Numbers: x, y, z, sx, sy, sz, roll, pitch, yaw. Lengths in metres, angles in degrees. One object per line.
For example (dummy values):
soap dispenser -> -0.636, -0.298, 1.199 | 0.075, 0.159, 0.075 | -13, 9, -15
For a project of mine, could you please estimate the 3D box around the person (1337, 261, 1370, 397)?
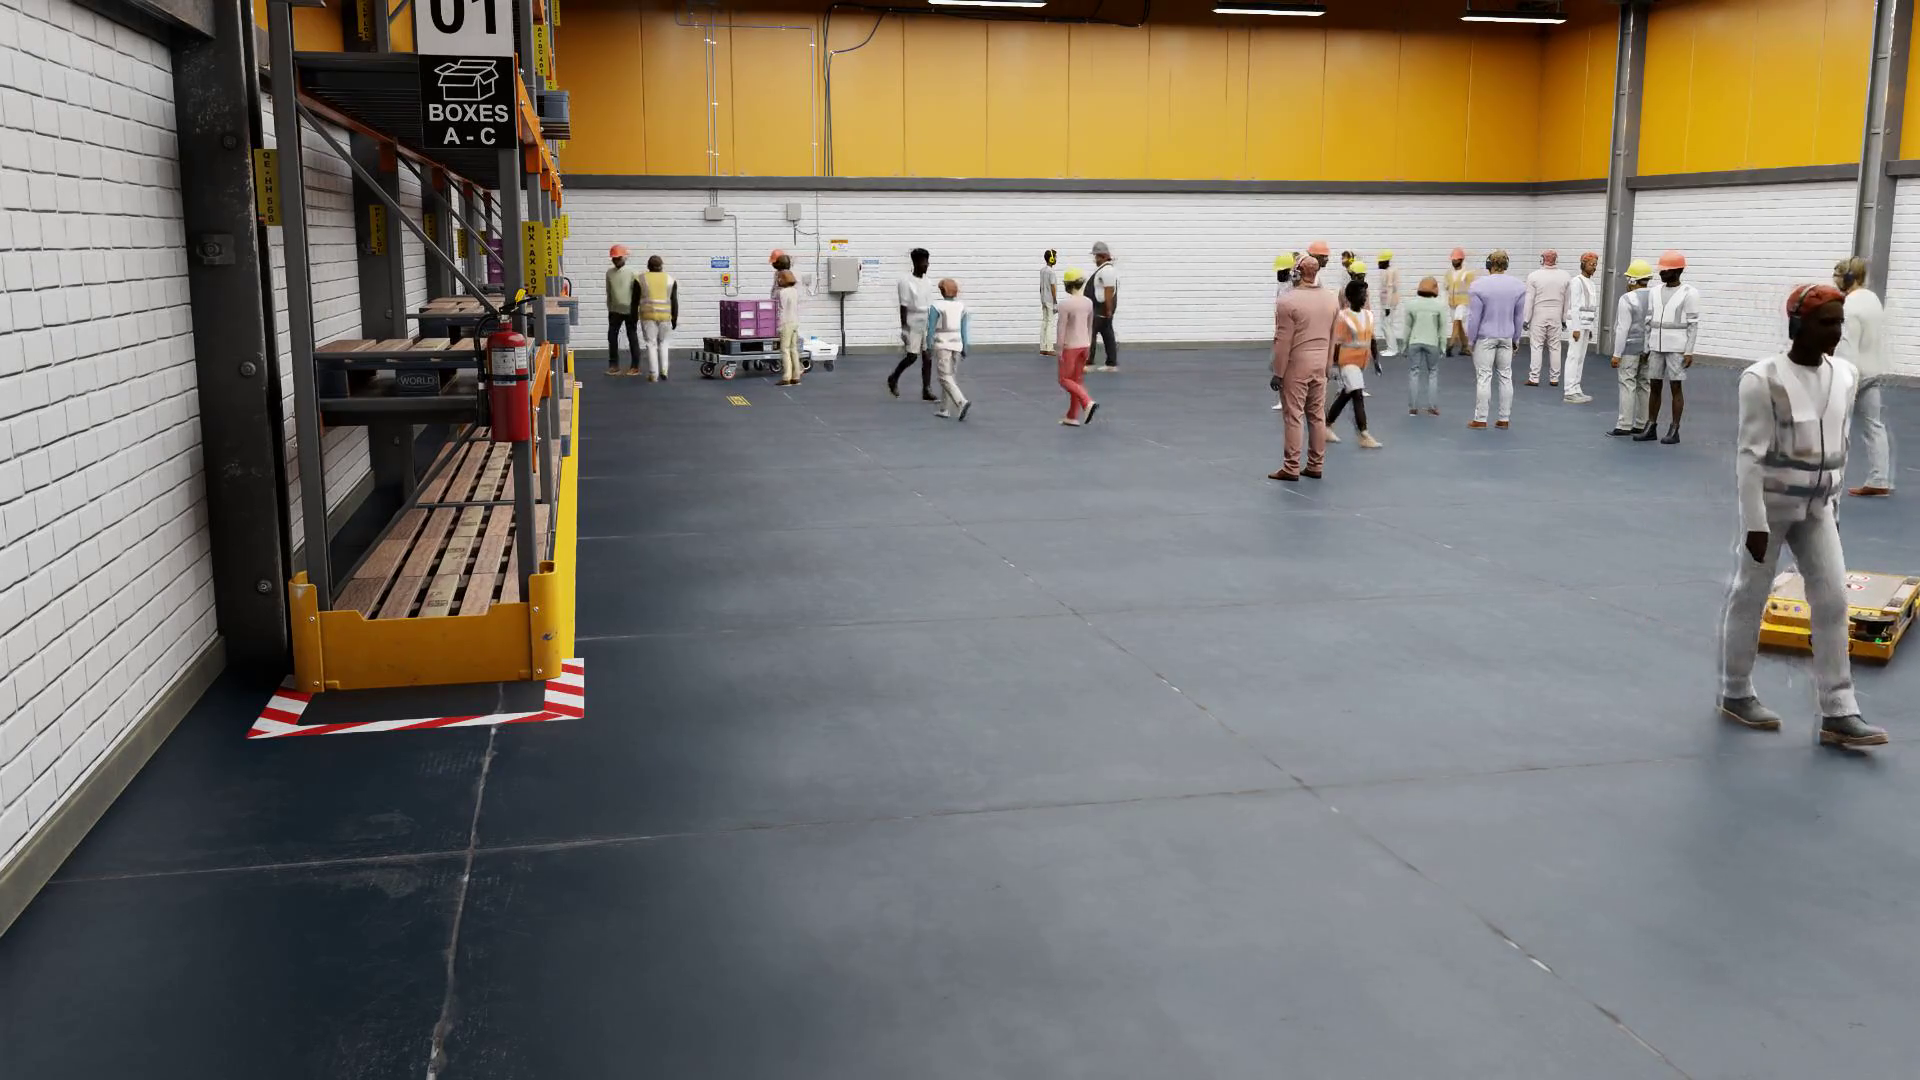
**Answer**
person -> 5.155, -2.754, 21.725 | 0.312, 1.767, 0.533 | -7, 12, -32

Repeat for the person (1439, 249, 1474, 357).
person -> 8.742, -4.155, 29.186 | 1.010, 1.884, 0.580 | -8, 13, -37

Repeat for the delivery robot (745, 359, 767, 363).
delivery robot -> -3.131, -2.995, 26.158 | 0.477, 0.478, 0.707 | 8, 13, 38

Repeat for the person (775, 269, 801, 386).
person -> -2.416, -2.975, 23.340 | 0.289, 1.627, 0.509 | 4, 11, 19

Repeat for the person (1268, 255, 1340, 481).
person -> 2.896, -1.455, 14.129 | 0.642, 1.913, 0.408 | -6, 12, -32

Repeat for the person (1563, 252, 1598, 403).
person -> 7.834, -2.674, 20.956 | 0.356, 1.885, 0.573 | 8, 13, 37

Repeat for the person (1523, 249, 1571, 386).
person -> 8.173, -3.094, 23.223 | 0.651, 1.906, 0.403 | 0, 10, -2

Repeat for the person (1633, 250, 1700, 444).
person -> 7.099, -1.928, 16.693 | 0.376, 1.933, 0.544 | -7, 12, -34

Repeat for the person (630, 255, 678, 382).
person -> -4.425, -3.196, 24.046 | 0.642, 1.820, 0.546 | -5, 11, -24

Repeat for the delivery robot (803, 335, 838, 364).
delivery robot -> -2.259, -2.929, 25.796 | 0.707, 0.478, 0.477 | -5, 11, -25

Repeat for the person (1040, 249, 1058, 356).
person -> 1.588, -4.172, 29.294 | 0.328, 1.872, 0.508 | -5, 11, -25

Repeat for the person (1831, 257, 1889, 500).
person -> 6.986, -1.283, 13.222 | 0.650, 1.895, 0.956 | -8, 13, -37

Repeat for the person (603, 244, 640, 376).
person -> -5.078, -3.420, 24.846 | 0.646, 1.961, 0.796 | 4, 11, 21

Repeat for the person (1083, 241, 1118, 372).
person -> 2.075, -3.609, 25.700 | 0.838, 2.000, 0.693 | 1, 10, 6

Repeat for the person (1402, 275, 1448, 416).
person -> 5.400, -2.252, 19.325 | 0.513, 1.629, 0.326 | 5, 11, 26

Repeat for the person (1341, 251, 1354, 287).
person -> 6.758, -4.097, 28.943 | 0.439, 1.853, 0.528 | -2, 11, -14

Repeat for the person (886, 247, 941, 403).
person -> -0.572, -2.695, 20.884 | 0.731, 1.950, 0.624 | 9, 14, 41

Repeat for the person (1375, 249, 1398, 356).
person -> 7.482, -4.161, 29.207 | 0.506, 1.889, 0.620 | 1, 10, 4

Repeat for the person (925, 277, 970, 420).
person -> -0.100, -2.168, 18.885 | 0.515, 1.617, 0.724 | -8, 13, -39

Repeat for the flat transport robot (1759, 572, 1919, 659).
flat transport robot -> 4.589, 0.346, 8.694 | 0.652, 0.197, 1.431 | 7, 13, 35

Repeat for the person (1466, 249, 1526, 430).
person -> 5.727, -2.141, 17.853 | 0.631, 1.940, 0.372 | -1, 10, -8

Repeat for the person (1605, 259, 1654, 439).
person -> 6.945, -1.962, 17.145 | 0.590, 1.837, 0.404 | -6, 12, -28

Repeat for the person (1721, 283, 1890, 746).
person -> 3.425, -0.083, 6.673 | 0.612, 1.852, 0.853 | -3, 11, -16

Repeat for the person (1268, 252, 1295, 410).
person -> 3.861, -2.460, 19.739 | 0.466, 1.893, 0.668 | 0, 10, 0

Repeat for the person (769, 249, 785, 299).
person -> -2.973, -3.852, 27.536 | 0.990, 1.881, 0.592 | -4, 11, -20

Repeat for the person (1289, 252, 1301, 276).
person -> 4.857, -3.290, 24.426 | 0.314, 1.863, 0.535 | 2, 10, 12

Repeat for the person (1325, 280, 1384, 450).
person -> 3.882, -1.746, 16.465 | 0.539, 1.656, 0.865 | -8, 13, -39

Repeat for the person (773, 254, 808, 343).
person -> -2.783, -3.806, 27.459 | 0.753, 1.811, 0.646 | 0, 10, 2

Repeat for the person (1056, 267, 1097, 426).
person -> 1.288, -2.087, 18.085 | 0.532, 1.753, 0.581 | -9, 14, -41

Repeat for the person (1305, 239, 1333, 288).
person -> 4.370, -2.668, 20.487 | 0.396, 2.038, 0.615 | 1, 10, 7
